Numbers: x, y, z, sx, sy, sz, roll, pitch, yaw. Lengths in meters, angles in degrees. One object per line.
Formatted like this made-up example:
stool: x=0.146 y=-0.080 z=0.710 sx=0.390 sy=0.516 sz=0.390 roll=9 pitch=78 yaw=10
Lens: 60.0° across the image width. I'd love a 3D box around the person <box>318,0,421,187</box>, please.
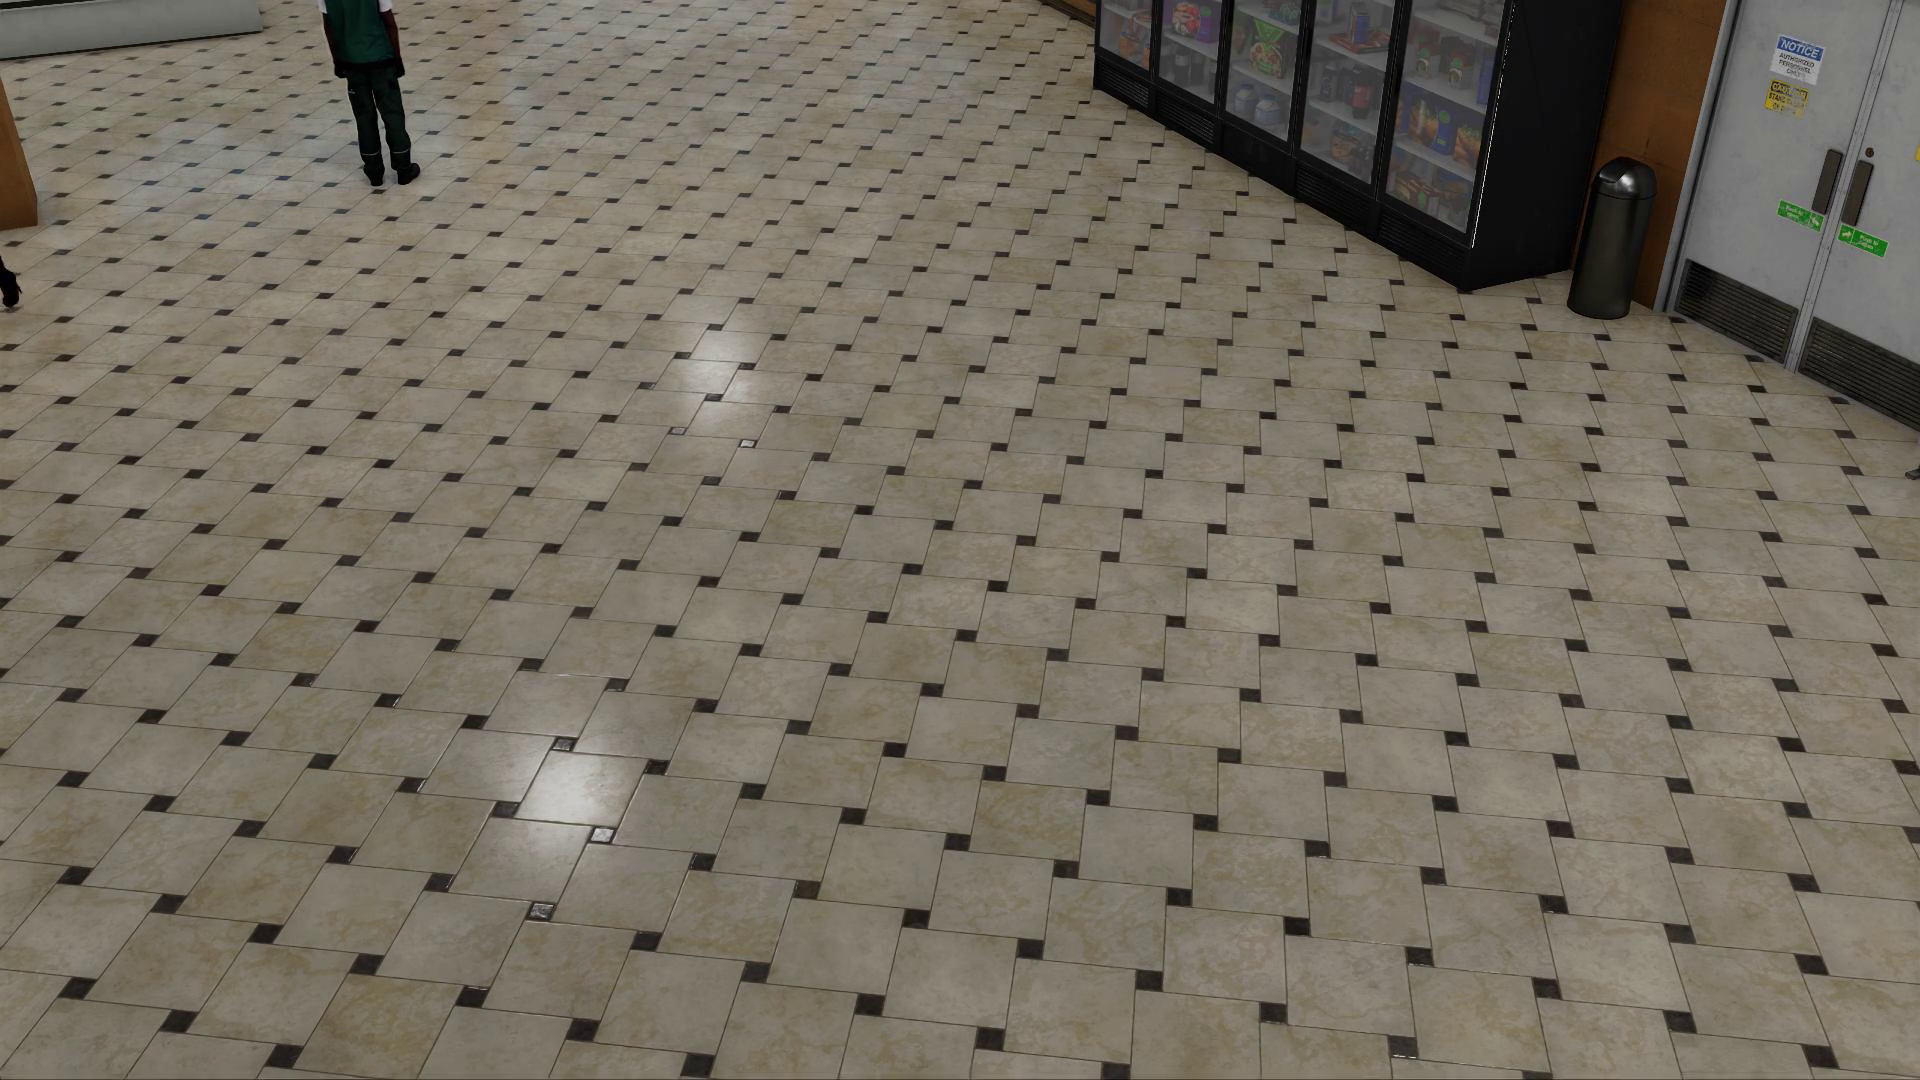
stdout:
person: x=-4.398 y=-3.552 z=12.361 sx=0.663 sy=1.840 sz=0.816 roll=-4 pitch=32 yaw=-6
